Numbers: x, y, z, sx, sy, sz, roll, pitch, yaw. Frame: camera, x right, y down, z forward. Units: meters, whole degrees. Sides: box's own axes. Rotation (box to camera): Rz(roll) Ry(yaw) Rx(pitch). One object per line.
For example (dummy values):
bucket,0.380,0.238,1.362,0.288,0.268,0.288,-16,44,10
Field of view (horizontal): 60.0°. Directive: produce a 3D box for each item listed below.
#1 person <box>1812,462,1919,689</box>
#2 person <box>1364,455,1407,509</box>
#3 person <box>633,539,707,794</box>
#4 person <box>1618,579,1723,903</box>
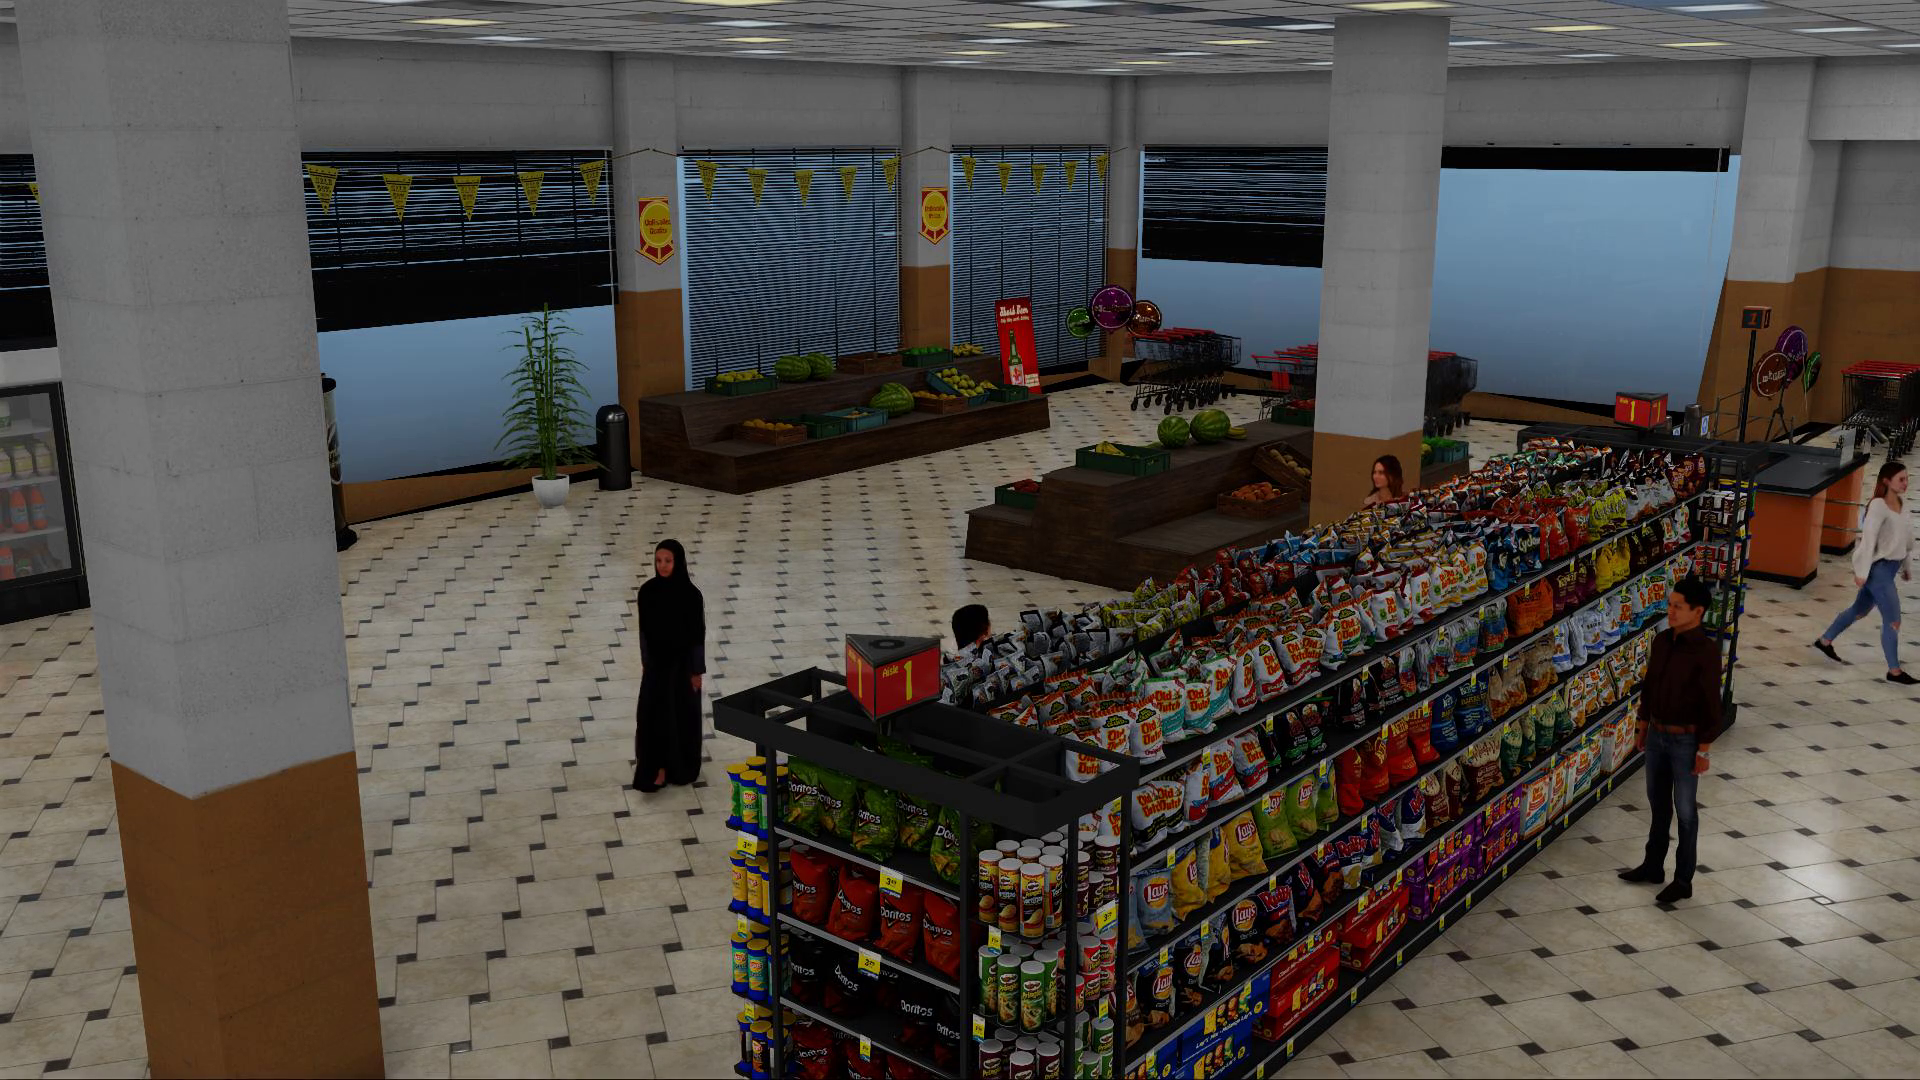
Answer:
person,6.894,0.243,12.610,1.118,1.656,0.900,-9,16,-32
person,3.235,0.236,12.387,0.960,1.774,0.713,-11,17,-37
person,-1.792,0.763,10.568,0.860,1.606,0.984,3,14,11
person,3.864,1.067,8.947,0.699,1.779,0.716,-5,15,-20
